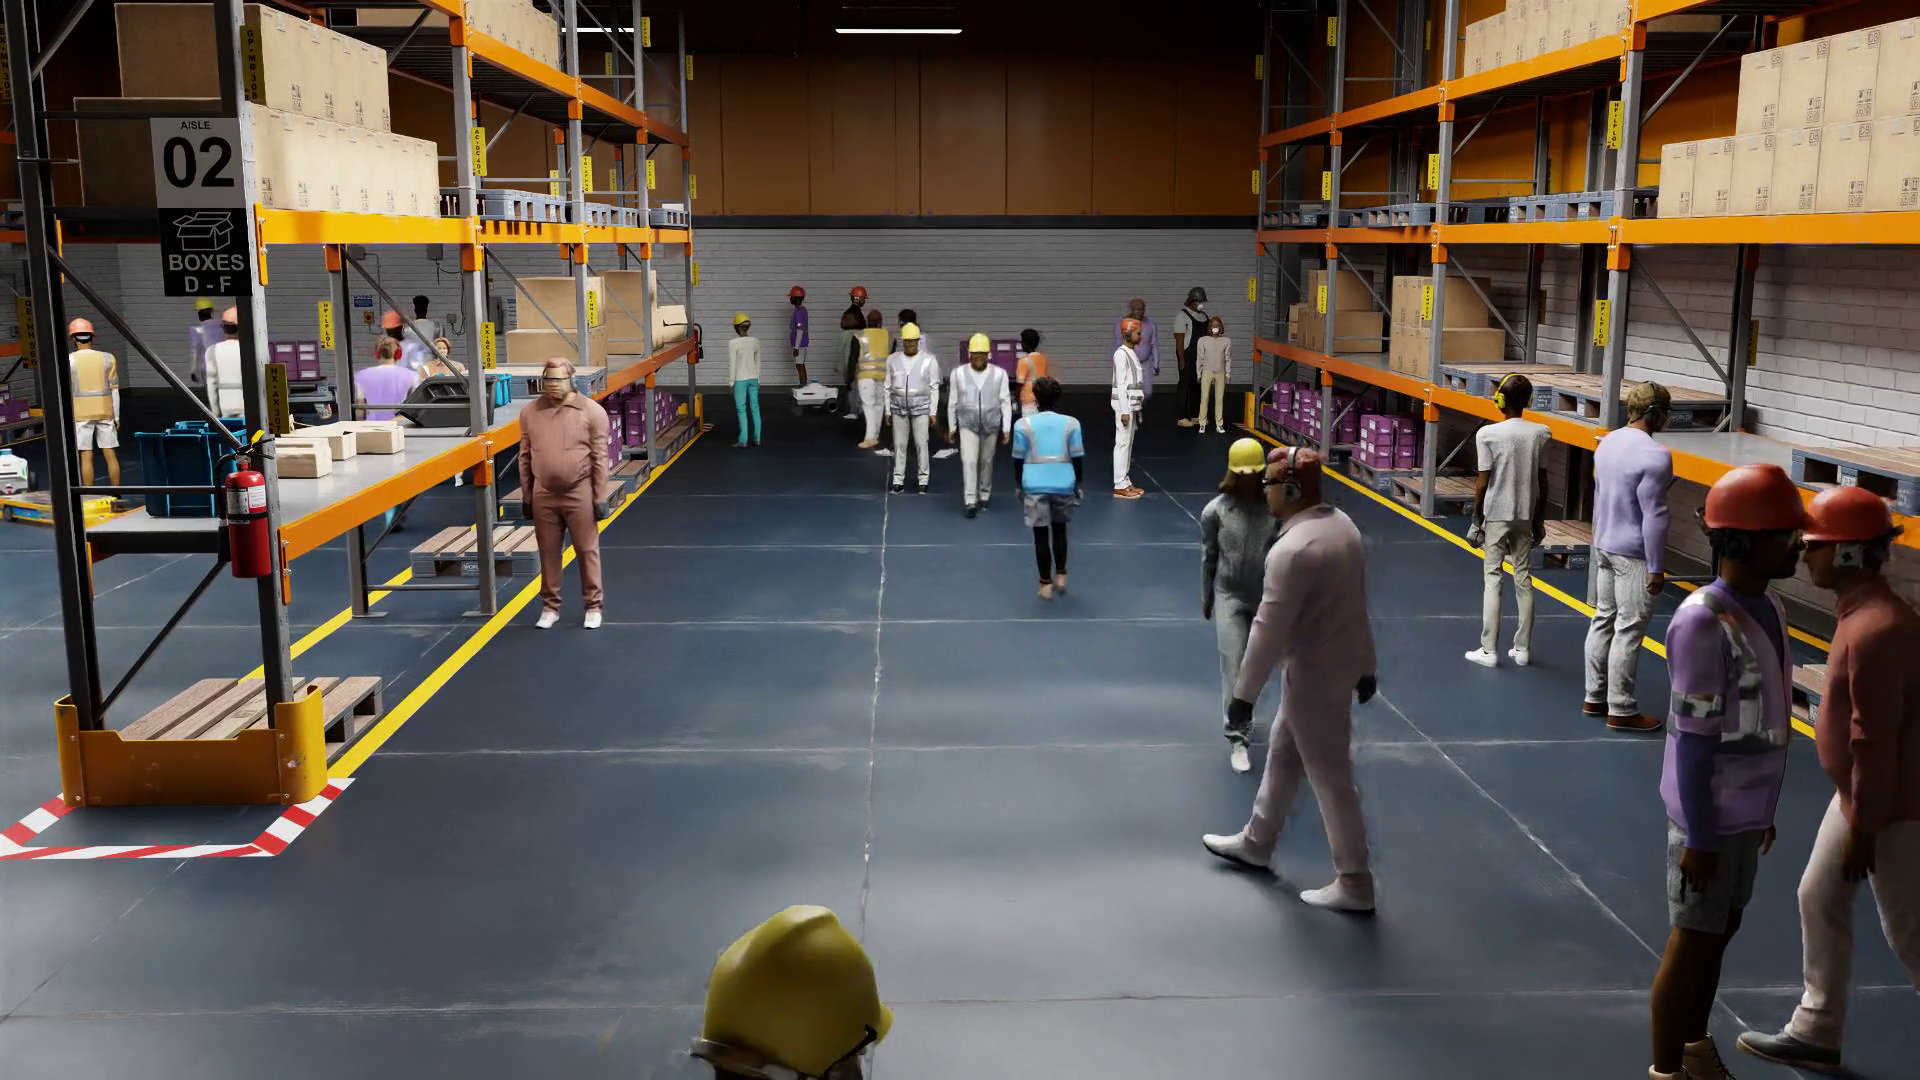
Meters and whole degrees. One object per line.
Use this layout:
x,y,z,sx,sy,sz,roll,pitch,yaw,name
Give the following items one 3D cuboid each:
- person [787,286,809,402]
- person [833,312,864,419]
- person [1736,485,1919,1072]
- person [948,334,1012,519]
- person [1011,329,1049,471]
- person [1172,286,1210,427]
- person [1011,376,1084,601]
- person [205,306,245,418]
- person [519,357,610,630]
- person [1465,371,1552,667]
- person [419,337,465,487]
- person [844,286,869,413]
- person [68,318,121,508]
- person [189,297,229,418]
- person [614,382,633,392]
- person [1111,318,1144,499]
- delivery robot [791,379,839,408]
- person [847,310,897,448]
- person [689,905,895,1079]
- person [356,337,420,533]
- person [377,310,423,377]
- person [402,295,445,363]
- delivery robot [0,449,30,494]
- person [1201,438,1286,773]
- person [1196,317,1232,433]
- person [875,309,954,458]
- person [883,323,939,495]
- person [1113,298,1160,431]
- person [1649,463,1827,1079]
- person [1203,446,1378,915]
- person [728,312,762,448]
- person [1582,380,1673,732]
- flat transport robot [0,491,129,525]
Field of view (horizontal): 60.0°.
-2.720,-3.294,27.972,0.347,1.943,0.545,0,10,-1,person
-1.677,-2.635,25.208,0.354,1.614,0.495,7,13,35,person
2.909,0.812,5.149,0.764,1.943,0.630,4,11,22,person
0.196,-1.115,16.279,0.620,1.778,0.951,-1,10,-3,person
0.768,-1.602,19.250,0.527,1.677,0.557,7,12,34,person
3.450,-2.679,24.273,0.678,2.000,0.537,-10,14,-43,person
0.648,-0.397,12.575,0.538,1.676,0.620,-2,10,-9,person
-7.259,-1.340,16.821,0.615,2.042,0.389,1,10,7,person
-2.739,-0.315,11.518,0.635,1.899,0.401,1,10,6,person
3.462,-0.125,10.521,0.513,1.872,0.328,-2,10,-9,person
-5.658,-1.398,18.238,0.522,1.645,0.305,0,10,-2,person
-1.612,-2.983,26.121,0.392,1.985,0.609,-4,11,-23,person
-8.634,-1.230,16.517,0.543,1.927,0.383,-9,13,-40,person
-10.421,-2.414,23.121,0.477,1.913,0.599,7,12,34,person
-4.903,-2.465,24.264,0.540,1.617,0.534,-4,11,-23,person
1.771,-1.381,17.485,0.355,1.882,0.576,3,11,15,person
-2.251,-2.254,25.781,0.707,0.478,0.477,-3,10,-14,delivery robot
-1.145,-2.129,21.967,0.674,1.783,0.933,-4,11,-22,person
-0.224,1.382,2.255,0.613,1.816,0.429,7,12,34,person
-5.294,-1.002,15.604,0.592,1.790,0.968,-1,10,-4,person
-6.383,-1.660,18.974,0.572,1.894,0.794,1,10,5,person
-7.249,-2.326,22.513,0.607,1.966,0.367,-4,11,-23,person
-9.781,-0.695,17.097,0.477,0.478,0.707,-5,11,-27,delivery robot
1.495,0.282,8.748,0.489,1.695,0.915,0,10,-3,person
3.566,-2.313,23.367,0.500,1.633,0.281,0,10,-2,person
-0.539,-1.928,20.632,1.030,1.869,0.600,2,10,10,person
-0.529,-1.383,17.644,0.604,1.830,0.404,2,10,10,person
2.502,-2.510,23.757,0.682,1.884,0.537,-2,10,-11,person
2.288,0.788,4.939,0.370,2.048,0.607,9,13,40,person
1.343,0.549,6.782,0.916,1.862,0.702,6,12,30,person
-2.825,-2.080,21.706,0.330,1.765,0.533,9,13,40,person
3.694,0.088,9.167,0.356,1.931,0.630,-1,10,-7,person
-8.686,-0.313,16.019,1.431,0.197,0.652,6,12,32,flat transport robot
